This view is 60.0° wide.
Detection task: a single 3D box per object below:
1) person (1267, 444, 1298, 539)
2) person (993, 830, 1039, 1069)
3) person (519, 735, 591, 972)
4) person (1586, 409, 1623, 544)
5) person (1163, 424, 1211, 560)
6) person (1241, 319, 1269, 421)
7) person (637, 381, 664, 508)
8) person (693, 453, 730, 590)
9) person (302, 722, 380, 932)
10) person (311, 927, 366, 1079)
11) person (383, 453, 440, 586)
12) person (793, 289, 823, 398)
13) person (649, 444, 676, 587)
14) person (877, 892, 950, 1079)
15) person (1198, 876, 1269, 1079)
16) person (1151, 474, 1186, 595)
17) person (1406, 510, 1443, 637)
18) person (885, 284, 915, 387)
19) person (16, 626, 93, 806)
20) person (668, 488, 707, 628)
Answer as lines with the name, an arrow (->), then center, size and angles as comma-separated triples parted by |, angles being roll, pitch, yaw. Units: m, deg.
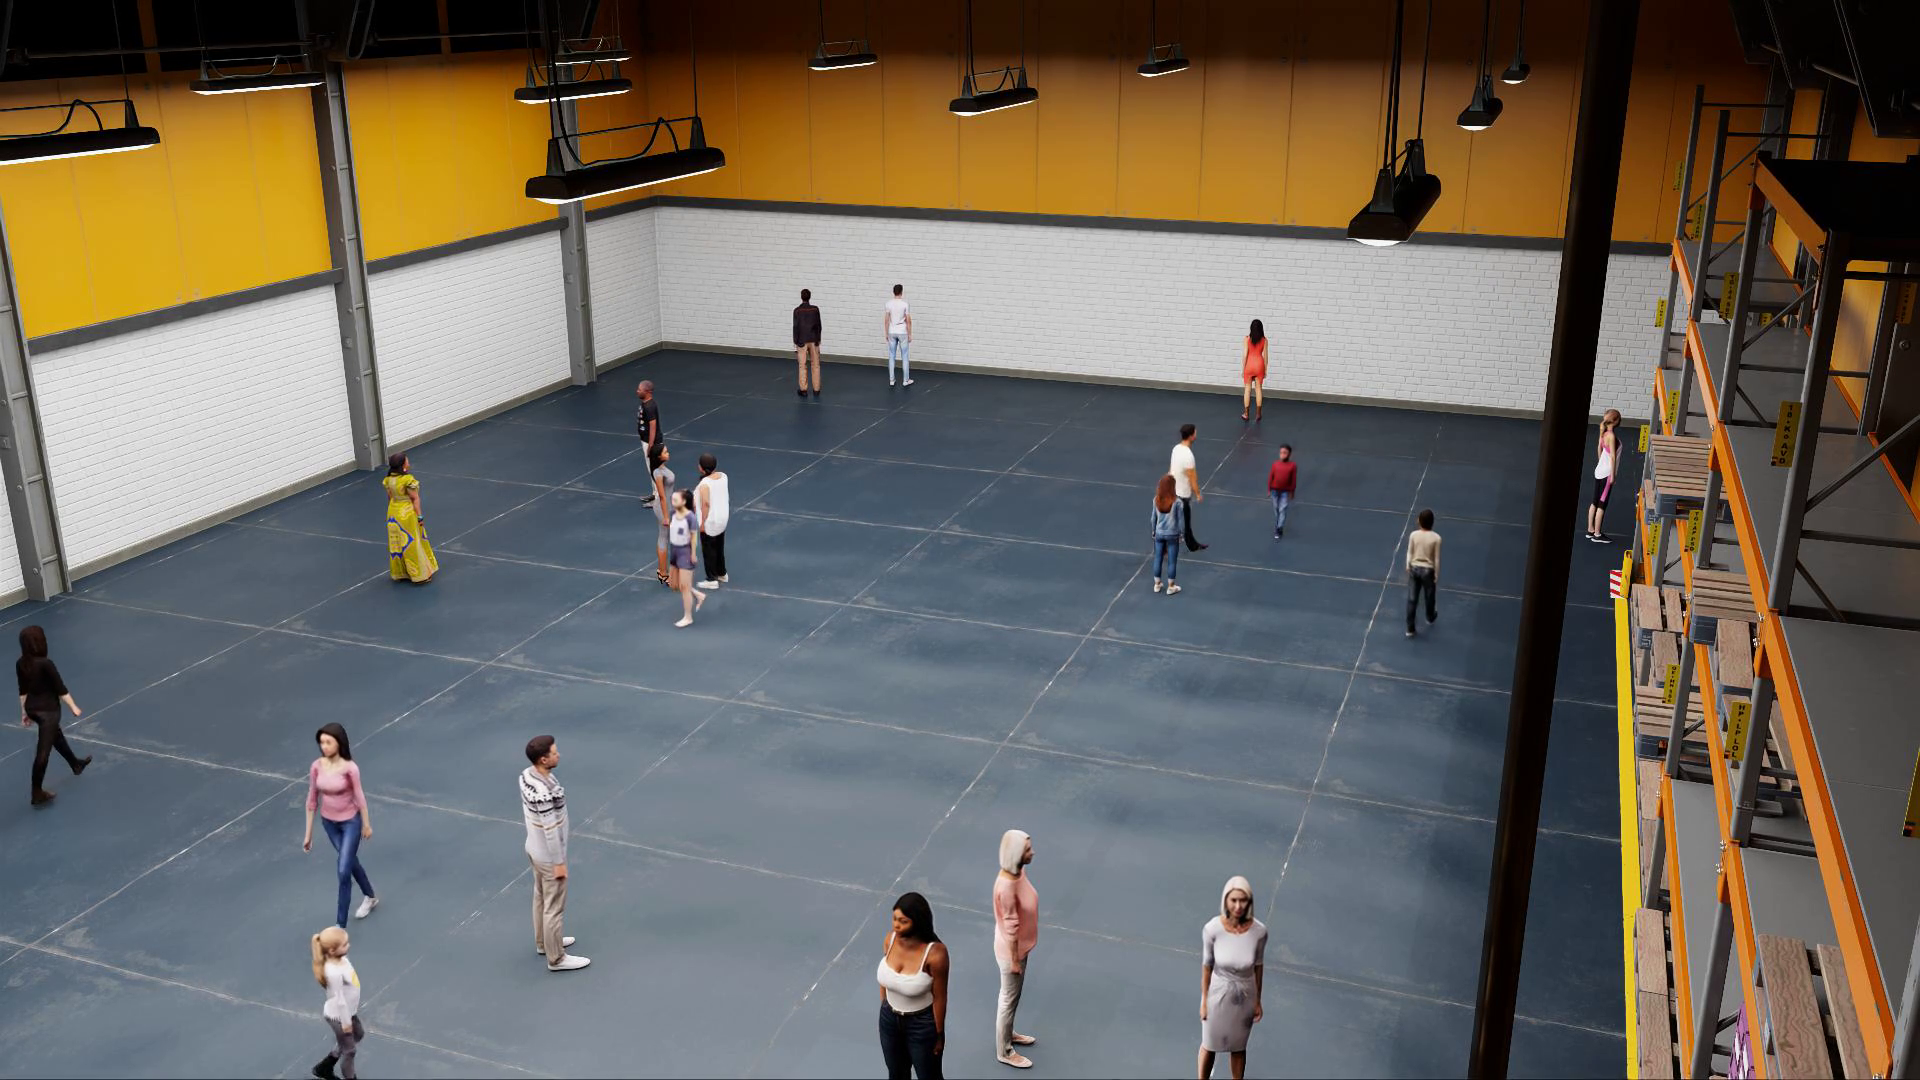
person -> 4.332, -0.689, 22.359 | 0.533, 1.233, 0.877 | 7, 20, 21
person -> 0.364, 2.756, 11.359 | 0.704, 1.725, 0.533 | 2, 19, 7
person -> -3.094, 2.318, 12.447 | 0.800, 1.862, 0.762 | -10, 21, -28
person -> 8.524, -0.862, 22.003 | 0.732, 1.788, 0.589 | -1, 19, -2
person -> 2.719, -0.584, 21.214 | 1.003, 1.765, 1.044 | -3, 19, -9
person -> 4.972, -2.888, 28.129 | 0.656, 1.719, 0.629 | 0, 19, -1
person -> -4.361, -1.370, 23.488 | 0.821, 1.804, 0.723 | -5, 19, -14
person -> -3.054, -0.254, 20.356 | 0.732, 1.688, 0.559 | 9, 20, 24
person -> -4.788, 2.202, 13.022 | 0.613, 1.714, 1.014 | 6, 19, 16
person -> -4.143, 3.126, 10.969 | 0.713, 1.272, 0.671 | -5, 19, -14
person -> -6.822, -0.276, 20.463 | 0.878, 1.661, 0.800 | 9, 21, 25
person -> -2.730, -3.537, 29.734 | 0.788, 1.925, 0.831 | -7, 20, -19
person -> -3.647, -0.322, 20.411 | 0.722, 1.781, 0.612 | -3, 19, -9
person -> -0.291, 3.018, 10.449 | 0.702, 1.810, 0.685 | 13, 22, 33
person -> 1.738, 2.952, 10.735 | 0.636, 1.751, 0.626 | 0, 19, -1
person -> 2.507, -0.074, 20.153 | 0.593, 1.476, 0.533 | 10, 21, 26
person -> 5.204, 0.400, 18.798 | 0.646, 1.443, 0.949 | 10, 21, 27
person -> -1.137, -3.774, 30.554 | 0.652, 1.850, 0.557 | 5, 19, 15
person -> -8.301, 1.604, 14.977 | 0.575, 1.599, 1.050 | 6, 20, 17
person -> -3.118, 0.174, 19.169 | 0.851, 1.634, 0.762 | -17, 25, -42
